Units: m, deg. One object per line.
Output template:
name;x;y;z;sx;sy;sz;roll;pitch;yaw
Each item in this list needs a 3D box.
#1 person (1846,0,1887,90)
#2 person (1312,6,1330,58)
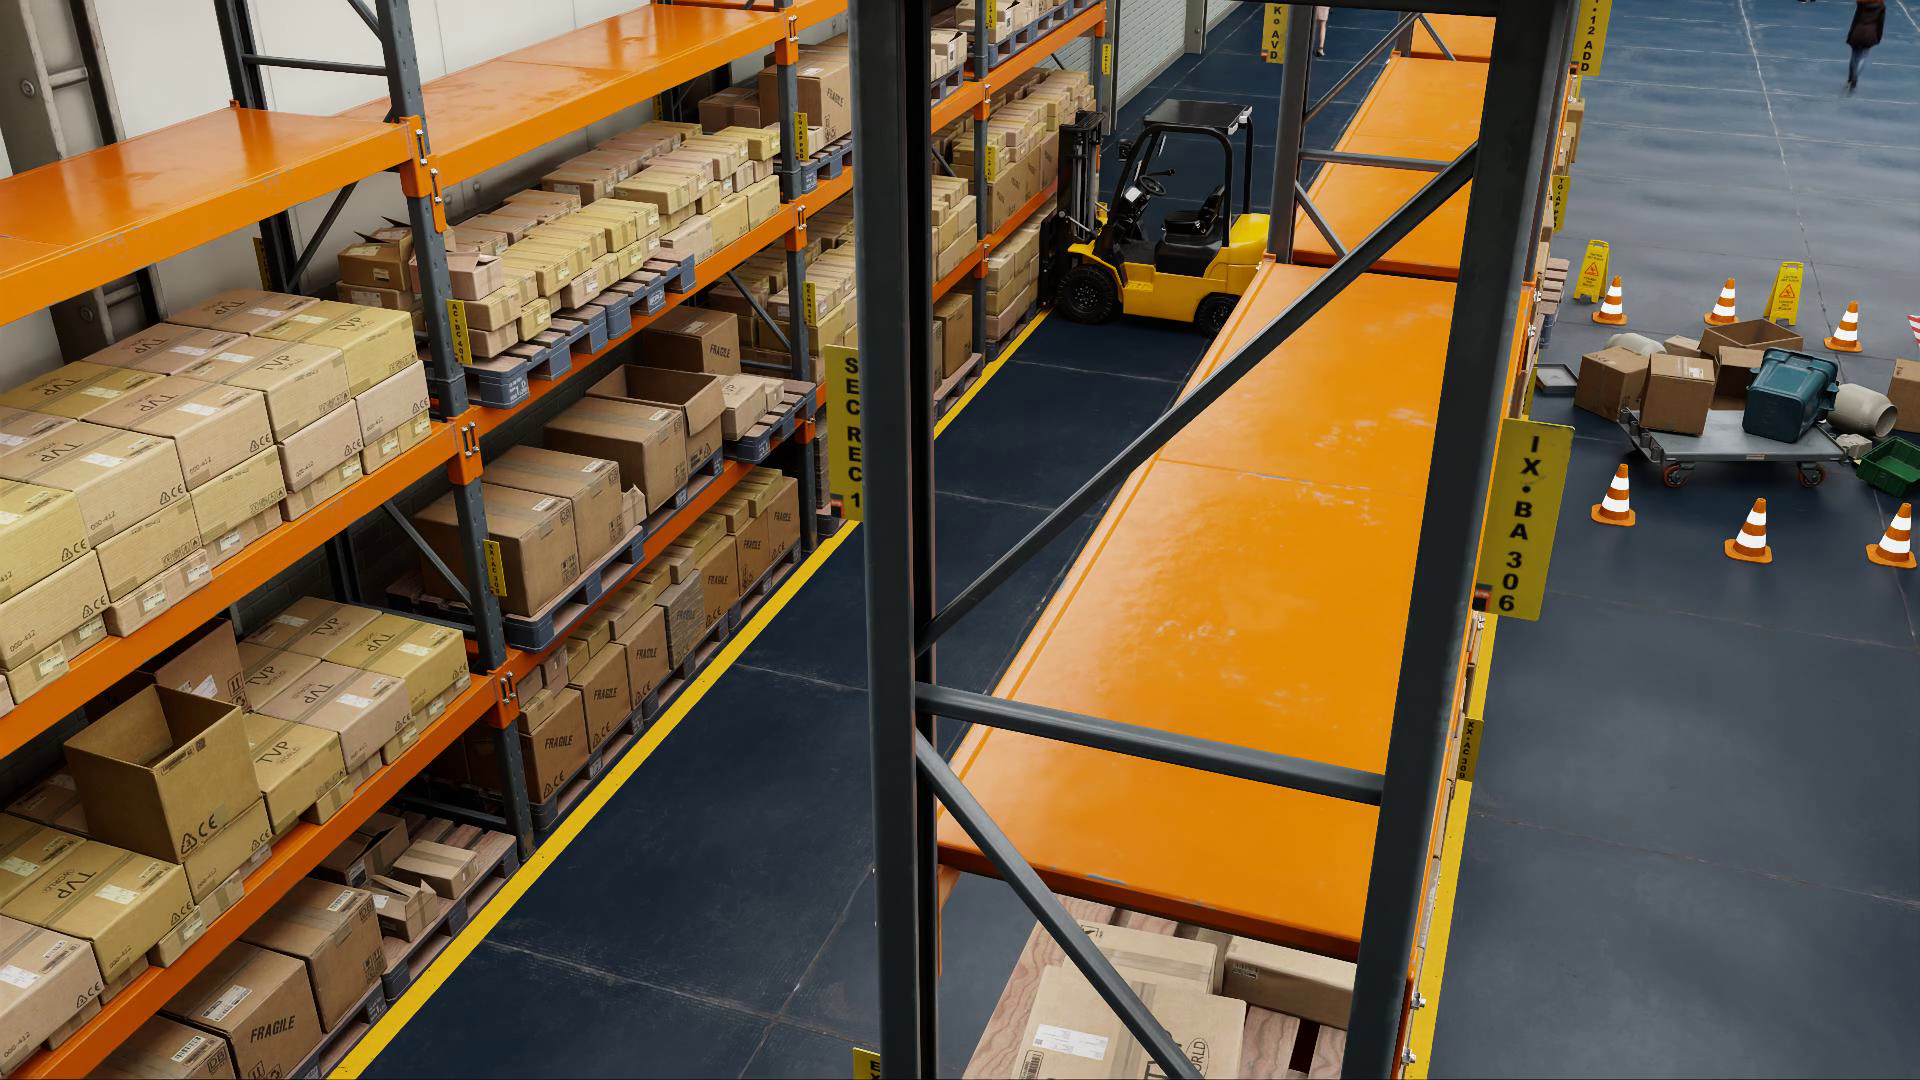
person;14.366;-7.969;26.434;0.797;1.594;1.108;17;32;29
person;6.190;-9.285;28.656;0.596;1.830;0.544;15;31;26
